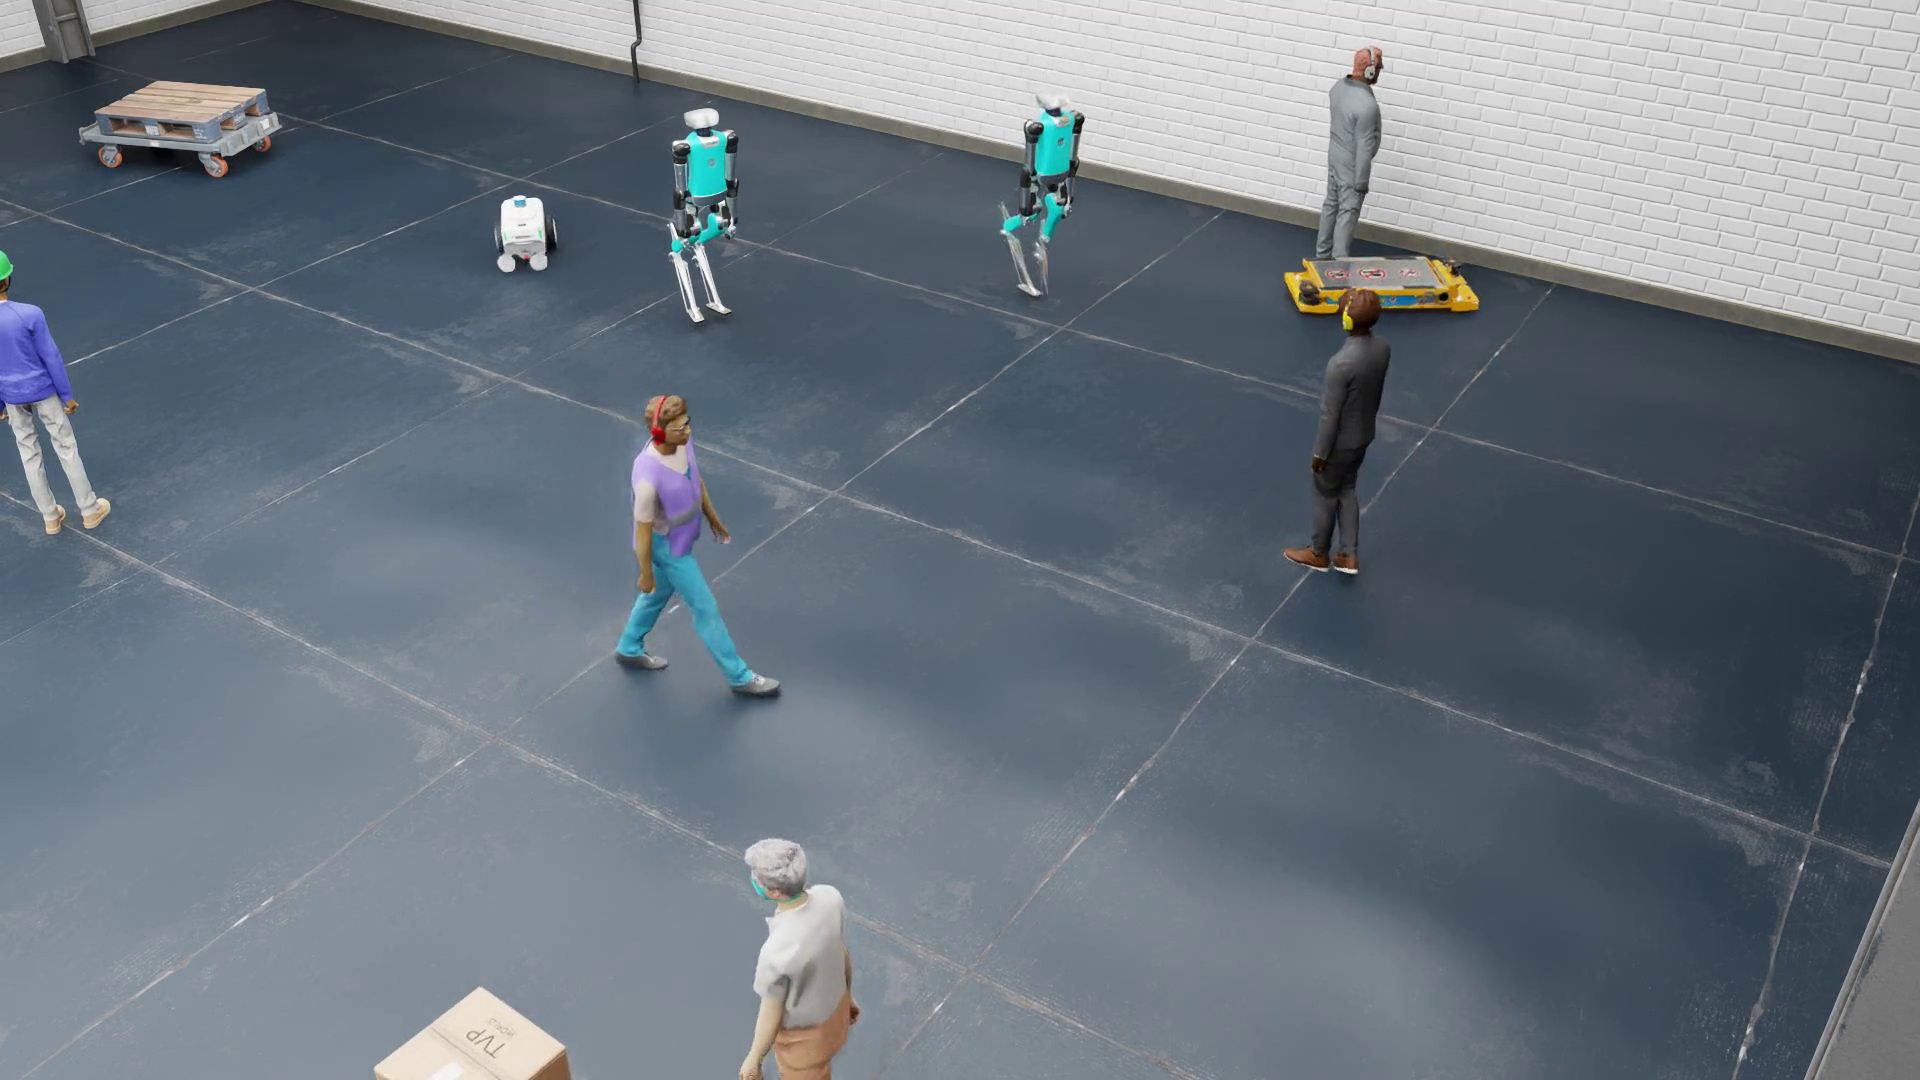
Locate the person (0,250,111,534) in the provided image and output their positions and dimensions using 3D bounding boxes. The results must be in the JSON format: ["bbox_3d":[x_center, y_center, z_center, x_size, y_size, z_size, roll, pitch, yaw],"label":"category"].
[{"bbox_3d":[-5.687,-0.902,10.179,0.469,1.871,0.352,-8,34,-12],"label":"person"}]

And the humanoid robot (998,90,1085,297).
[{"bbox_3d":[0.572,-2.673,13.153,0.541,1.892,0.724,-21,38,-29],"label":"humanoid robot"}]

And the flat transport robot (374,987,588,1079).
[{"bbox_3d":[-1.733,2.643,6.143,0.659,0.231,1.431,22,39,31],"label":"flat transport robot"}]

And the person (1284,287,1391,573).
[{"bbox_3d":[2.241,-0.603,9.719,0.508,1.867,0.520,-24,40,-33],"label":"person"}]

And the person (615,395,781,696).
[{"bbox_3d":[-1.493,0.023,8.812,0.986,1.792,0.570,4,33,6],"label":"person"}]

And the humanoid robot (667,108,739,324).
[{"bbox_3d":[-2.020,-2.520,12.696,0.533,1.677,0.735,-21,38,-29],"label":"humanoid robot"}]

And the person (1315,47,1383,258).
[{"bbox_3d":[3.187,-3.049,13.498,0.404,1.899,0.634,-7,33,-10],"label":"person"}]

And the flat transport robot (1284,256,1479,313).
[{"bbox_3d":[3.404,-2.060,13.461,1.431,0.231,0.659,-1,33,-2],"label":"flat transport robot"}]

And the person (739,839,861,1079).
[{"bbox_3d":[-0.503,1.807,6.112,0.781,1.709,0.484,12,35,17],"label":"person"}]

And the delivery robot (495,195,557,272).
[{"bbox_3d":[-3.695,-2.624,14.084,0.507,0.604,0.775,-7,33,-11],"label":"delivery robot"}]
